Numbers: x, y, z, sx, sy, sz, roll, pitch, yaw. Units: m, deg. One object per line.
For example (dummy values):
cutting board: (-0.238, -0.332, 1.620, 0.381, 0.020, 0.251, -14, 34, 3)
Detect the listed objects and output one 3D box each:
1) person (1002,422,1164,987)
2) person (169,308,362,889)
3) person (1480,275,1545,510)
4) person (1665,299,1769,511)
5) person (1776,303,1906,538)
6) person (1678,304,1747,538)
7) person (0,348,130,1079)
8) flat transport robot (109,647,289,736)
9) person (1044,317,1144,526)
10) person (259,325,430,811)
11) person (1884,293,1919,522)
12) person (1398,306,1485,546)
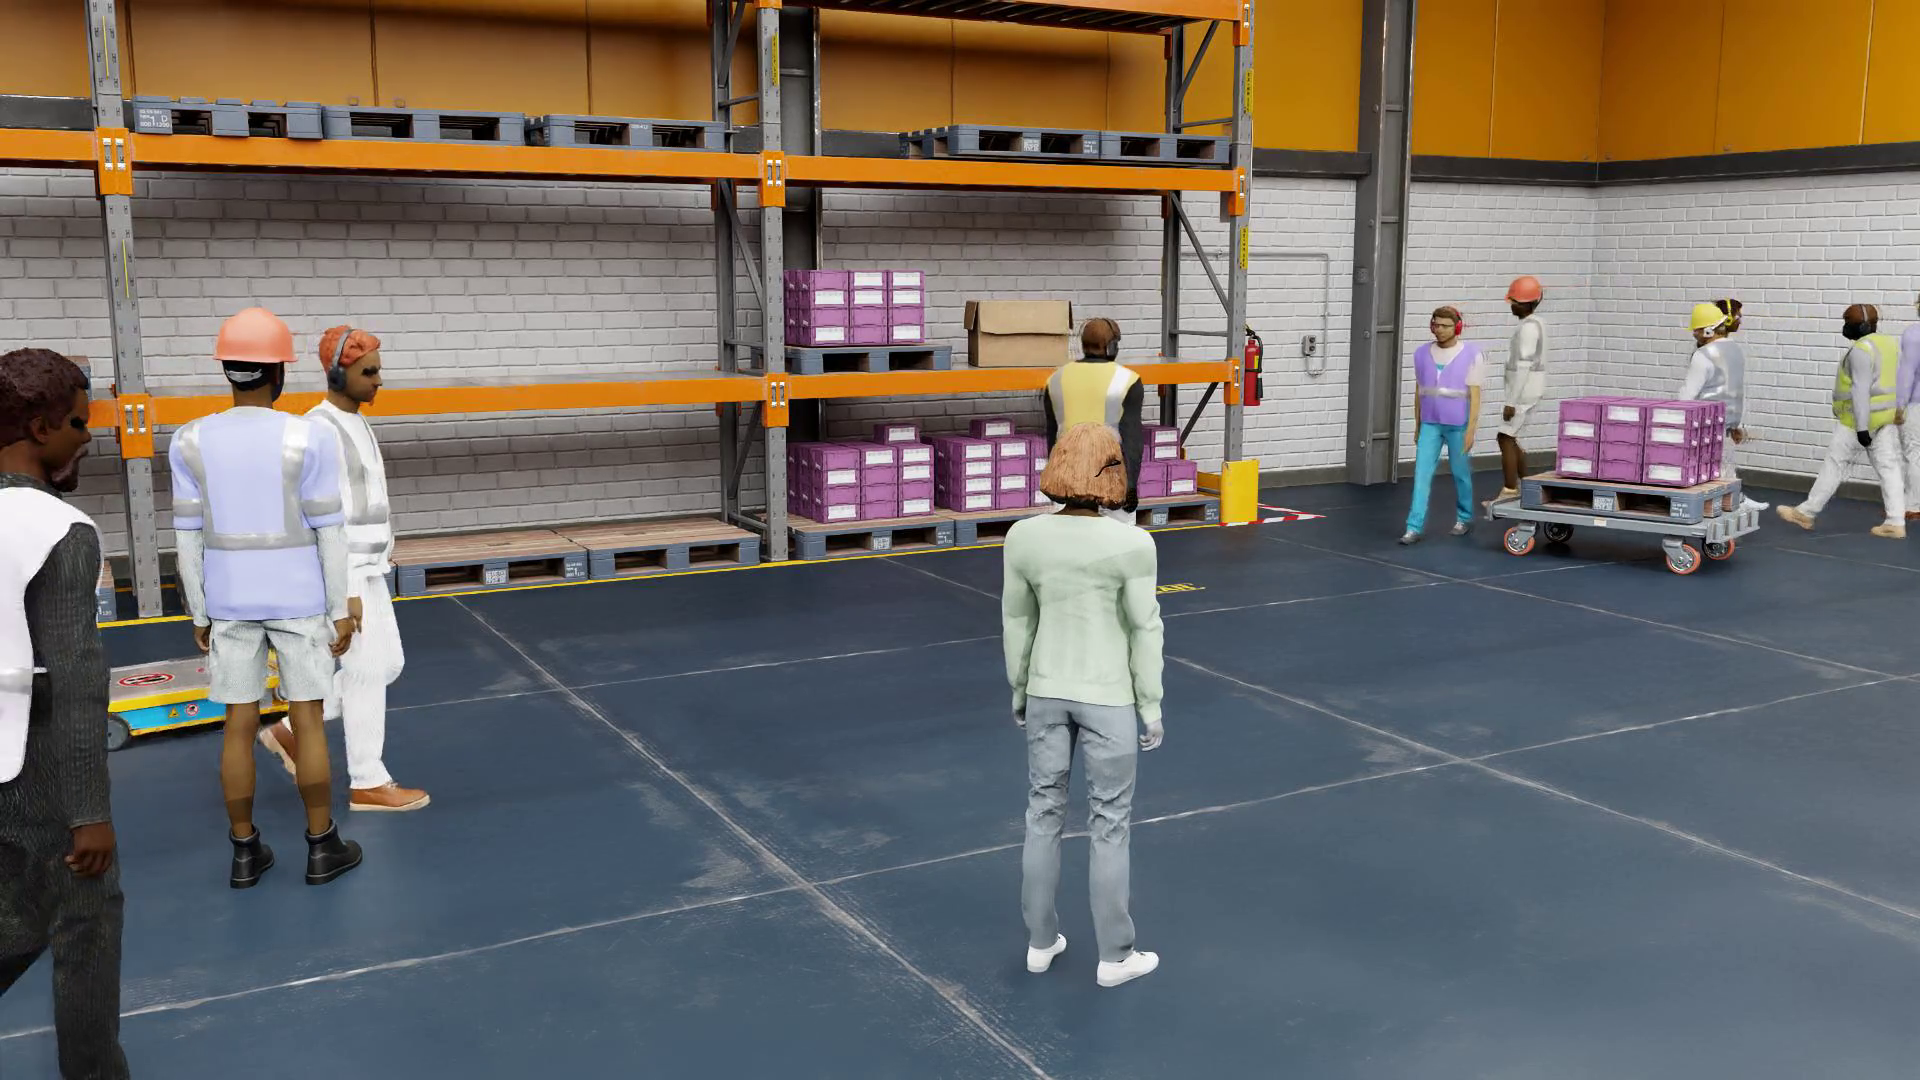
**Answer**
person: (0.358, 0.473, 4.827, 0.498, 1.634, 0.279, 5, 11, 30)
person: (-2.304, 0.203, 5.554, 0.545, 1.938, 0.362, -1, 9, -4)
person: (4.692, -1.222, 14.042, 0.438, 2.003, 0.648, 3, 10, 20)
person: (6.333, -1.114, 14.001, 0.994, 1.815, 0.517, 1, 9, 8)
person: (6.933, -0.930, 12.882, 0.710, 1.781, 0.953, -7, 12, -36)
person: (5.651, -0.901, 12.732, 0.588, 1.786, 0.767, -8, 12, -40)
person: (-2.152, 0.530, 3.677, 0.605, 1.898, 0.662, 5, 11, 30)
flat transport robot: (-3.593, 0.709, 7.534, 1.431, 0.197, 0.652, -8, 12, -40)
person: (0.768, -0.367, 9.479, 0.644, 1.795, 0.953, 6, 11, 30)
person: (-2.358, 0.123, 6.282, 0.549, 1.866, 0.581, -1, 9, -4)
person: (7.874, -1.103, 13.559, 0.633, 1.930, 0.383, -3, 10, -20)
person: (3.680, -0.871, 12.586, 0.566, 1.788, 0.985, 7, 12, 38)
